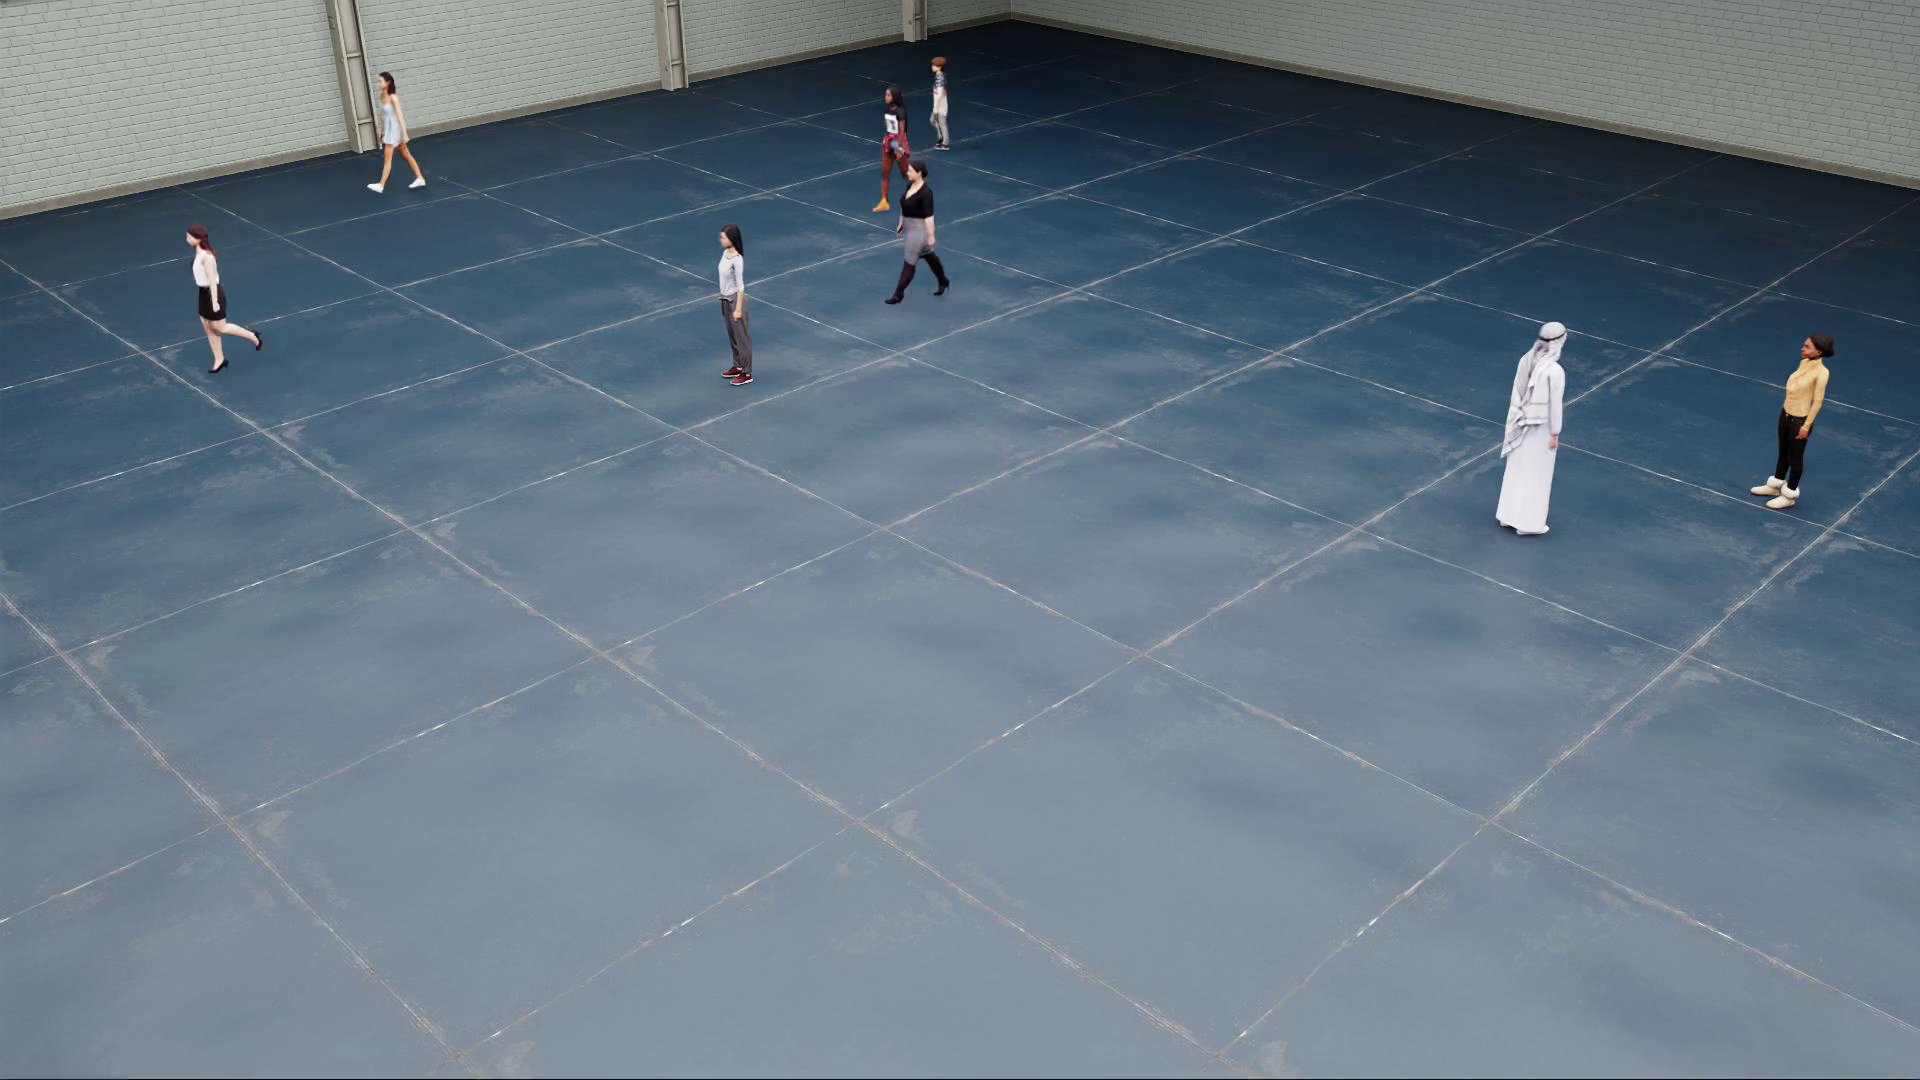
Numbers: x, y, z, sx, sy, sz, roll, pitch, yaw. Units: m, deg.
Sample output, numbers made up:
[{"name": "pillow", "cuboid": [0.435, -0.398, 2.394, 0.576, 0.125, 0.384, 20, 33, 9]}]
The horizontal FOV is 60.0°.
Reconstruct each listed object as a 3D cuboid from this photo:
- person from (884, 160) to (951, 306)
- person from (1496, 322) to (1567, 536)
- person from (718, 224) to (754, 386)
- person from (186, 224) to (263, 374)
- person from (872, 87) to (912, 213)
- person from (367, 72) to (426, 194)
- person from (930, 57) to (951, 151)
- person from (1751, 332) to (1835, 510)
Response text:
[{"name": "person", "cuboid": [-0.396, -3.627, 19.699, 1.223, 1.704, 0.942, -11, 30, -20]}, {"name": "person", "cuboid": [5.001, -0.975, 14.478, 0.744, 1.931, 0.770, -14, 31, -25]}, {"name": "person", "cuboid": [-2.365, -2.499, 17.545, 0.628, 1.737, 0.661, -13, 31, -23]}, {"name": "person", "cuboid": [-7.928, -2.583, 17.815, 0.857, 1.632, 0.583, -22, 35, -36]}, {"name": "person", "cuboid": [-0.821, -5.405, 23.044, 1.080, 1.699, 0.587, -25, 37, -38]}, {"name": "person", "cuboid": [-8.038, -5.844, 23.883, 0.587, 1.684, 1.110, 25, 37, 39]}, {"name": "person", "cuboid": [-0.236, -6.817, 25.980, 0.671, 1.430, 0.616, -2, 28, -3]}, {"name": "person", "cuboid": [7.562, -1.097, 14.995, 0.741, 1.660, 0.689, -2, 28, -3]}]
